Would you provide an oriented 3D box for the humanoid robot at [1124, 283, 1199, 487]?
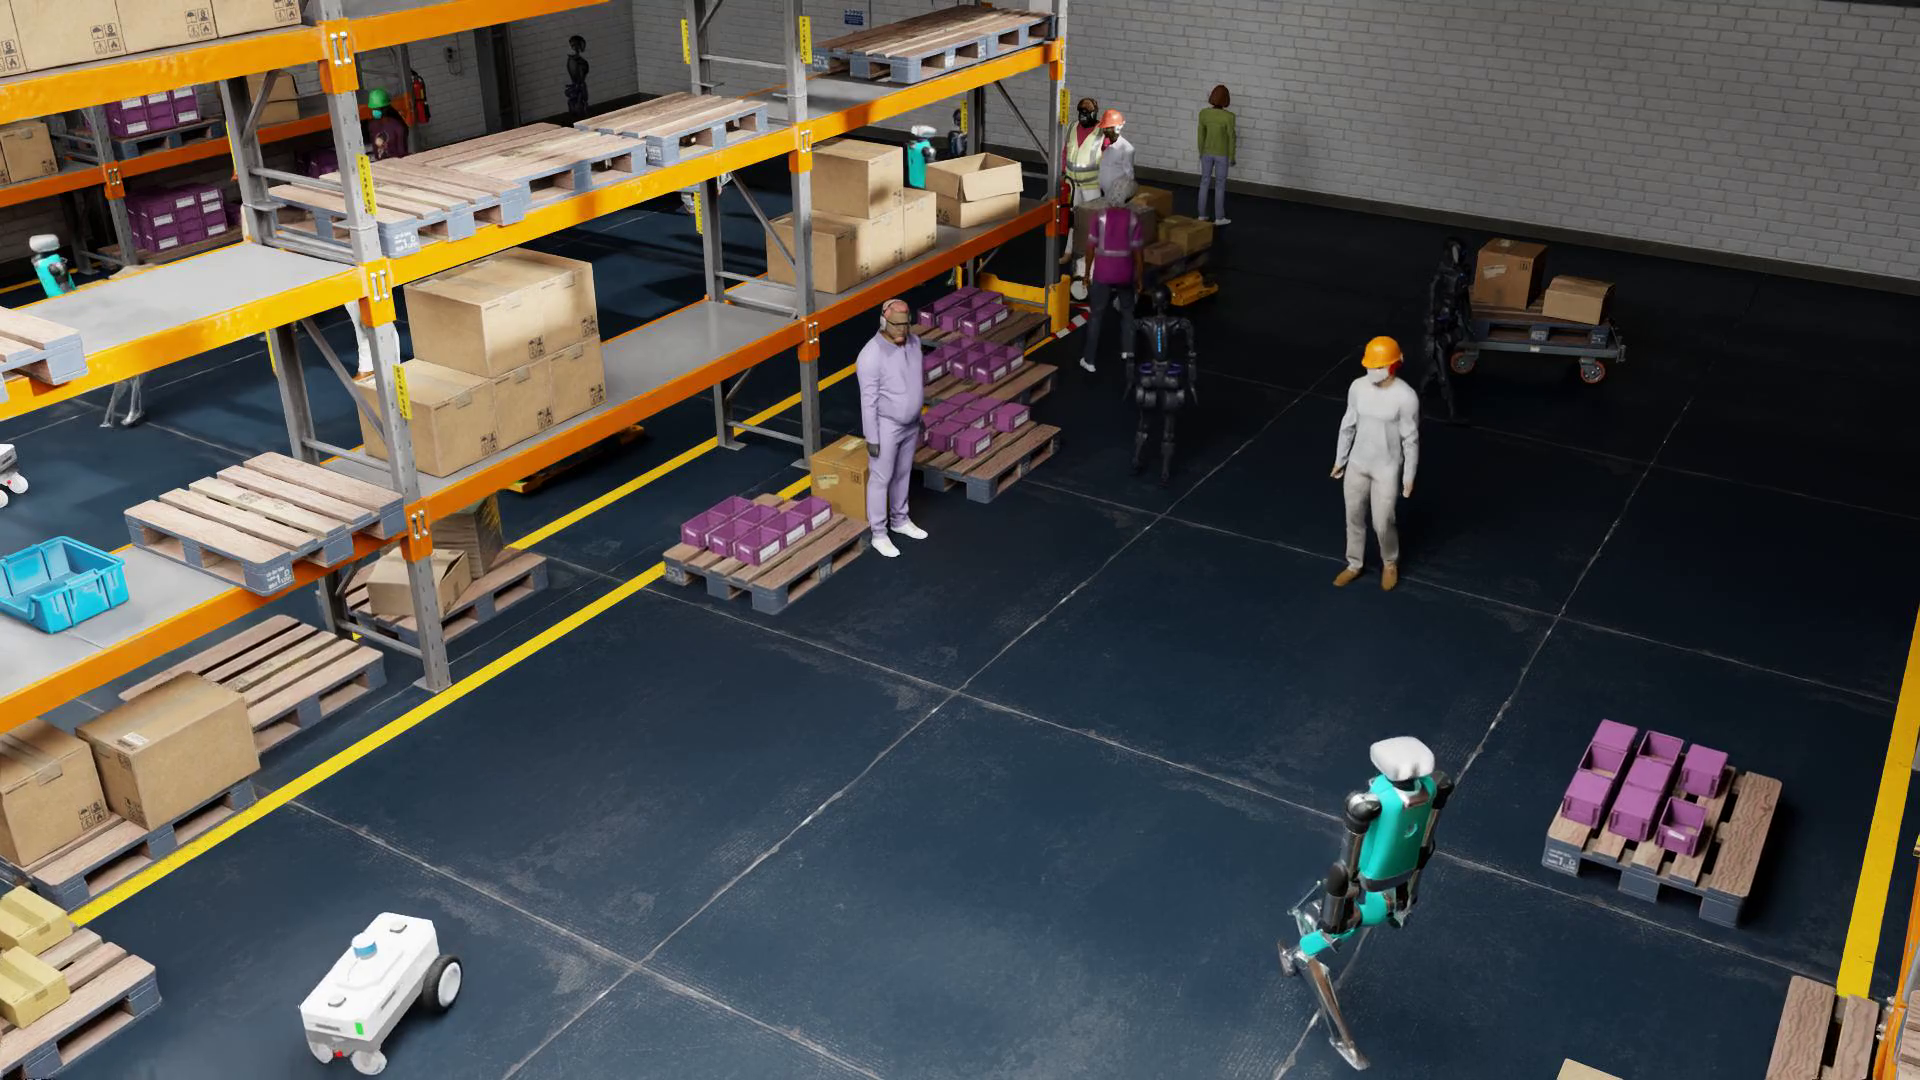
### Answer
[{"bbox_3d":[1.590,-1.237,13.073,0.601,1.647,0.423,6,27,11],"label":"humanoid robot"}]

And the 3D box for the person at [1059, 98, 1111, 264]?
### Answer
[{"bbox_3d":[1.358,-3.881,18.110,0.622,1.844,0.429,18,32,31],"label":"person"}]

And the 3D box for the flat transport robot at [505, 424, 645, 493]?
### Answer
[{"bbox_3d":[-3.330,-0.782,13.739,0.659,0.231,1.431,16,31,28],"label":"flat transport robot"}]

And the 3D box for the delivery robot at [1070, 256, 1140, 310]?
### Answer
[{"bbox_3d":[1.550,-2.734,17.247,0.747,0.576,0.508,19,32,33],"label":"delivery robot"}]

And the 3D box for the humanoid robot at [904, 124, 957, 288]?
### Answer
[{"bbox_3d":[-0.199,-3.491,17.478,0.886,1.786,0.554,-14,30,-25],"label":"humanoid robot"}]

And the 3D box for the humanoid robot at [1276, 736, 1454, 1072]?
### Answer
[{"bbox_3d":[1.702,1.540,7.603,0.547,1.816,0.896,-13,30,-24],"label":"humanoid robot"}]

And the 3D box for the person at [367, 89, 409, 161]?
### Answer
[{"bbox_3d":[-6.194,-3.923,18.103,0.506,1.925,0.776,8,28,15],"label":"person"}]

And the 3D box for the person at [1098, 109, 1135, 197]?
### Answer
[{"bbox_3d":[1.626,-3.782,18.009,0.339,1.750,0.564,-19,32,-32],"label":"person"}]

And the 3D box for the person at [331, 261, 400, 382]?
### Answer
[{"bbox_3d":[-5.342,-2.310,14.906,0.634,1.937,0.355,7,28,14],"label":"person"}]

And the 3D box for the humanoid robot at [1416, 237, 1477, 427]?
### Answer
[{"bbox_3d":[4.206,-1.792,14.216,0.606,1.629,0.758,-21,34,-35],"label":"humanoid robot"}]

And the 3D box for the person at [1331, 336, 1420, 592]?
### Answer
[{"bbox_3d":[2.858,-0.519,11.450,0.592,1.880,0.426,23,35,38],"label":"person"}]

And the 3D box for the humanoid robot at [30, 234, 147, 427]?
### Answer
[{"bbox_3d":[-7.243,-1.761,14.061,0.530,1.777,0.806,23,35,38],"label":"humanoid robot"}]

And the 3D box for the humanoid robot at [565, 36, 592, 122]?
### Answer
[{"bbox_3d":[-5.155,-5.887,22.250,0.462,1.646,0.595,-13,30,-23],"label":"humanoid robot"}]

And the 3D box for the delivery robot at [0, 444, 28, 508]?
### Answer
[{"bbox_3d":[-7.761,-0.560,12.979,0.782,0.589,0.499,2,27,4],"label":"delivery robot"}]

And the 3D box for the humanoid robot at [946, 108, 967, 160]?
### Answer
[{"bbox_3d":[0.046,-3.946,18.411,0.339,1.649,0.587,-21,34,-35],"label":"humanoid robot"}]

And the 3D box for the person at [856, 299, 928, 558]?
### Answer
[{"bbox_3d":[-0.453,-0.827,12.024,0.402,1.905,0.641,18,32,31],"label":"person"}]

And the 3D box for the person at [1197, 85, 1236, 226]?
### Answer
[{"bbox_3d":[3.025,-4.540,19.631,0.498,1.633,0.279,20,33,33],"label":"person"}]

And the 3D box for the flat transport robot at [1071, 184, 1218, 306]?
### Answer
[{"bbox_3d":[1.970,-2.794,17.703,1.431,0.231,0.659,22,34,36],"label":"flat transport robot"}]

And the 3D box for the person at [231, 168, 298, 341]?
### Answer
[{"bbox_3d":[-6.740,-2.797,16.069,0.340,1.748,0.571,1,27,3],"label":"person"}]

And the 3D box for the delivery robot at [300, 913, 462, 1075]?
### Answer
[{"bbox_3d":[-2.731,2.084,7.774,0.510,0.594,0.765,6,28,12],"label":"delivery robot"}]

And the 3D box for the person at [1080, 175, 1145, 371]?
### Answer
[{"bbox_3d":[1.411,-2.442,15.305,0.550,1.824,0.376,-1,27,-1],"label":"person"}]
